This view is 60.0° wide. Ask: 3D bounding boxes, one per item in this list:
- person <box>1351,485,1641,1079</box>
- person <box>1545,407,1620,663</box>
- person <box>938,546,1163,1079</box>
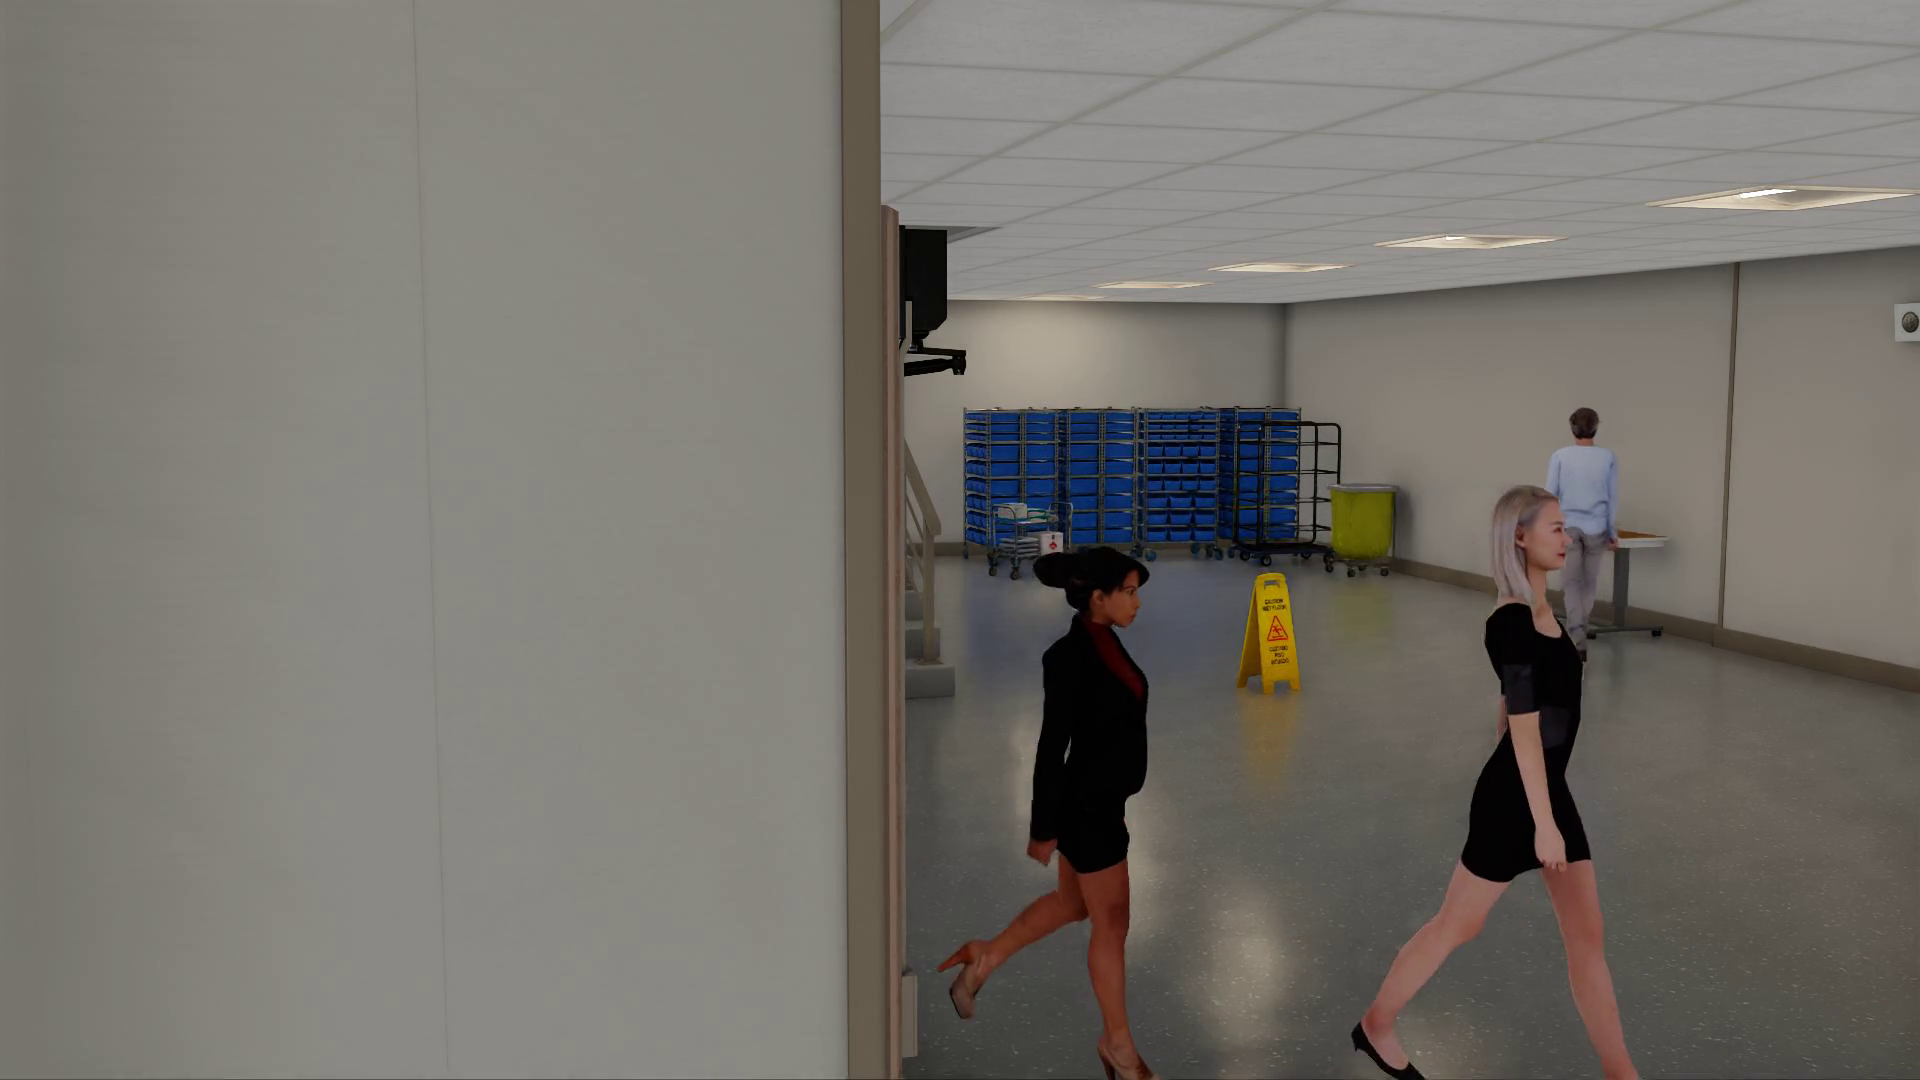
[{"bbox_3d":[1.488,0.779,4.723,1.178,1.781,1.136,3,6,28],"label":"person"},{"bbox_3d":[4.572,-0.005,12.228,1.039,1.839,1.308,1,6,10],"label":"person"},{"bbox_3d":[0.304,0.851,4.966,1.002,1.590,0.996,3,6,25],"label":"person"}]
